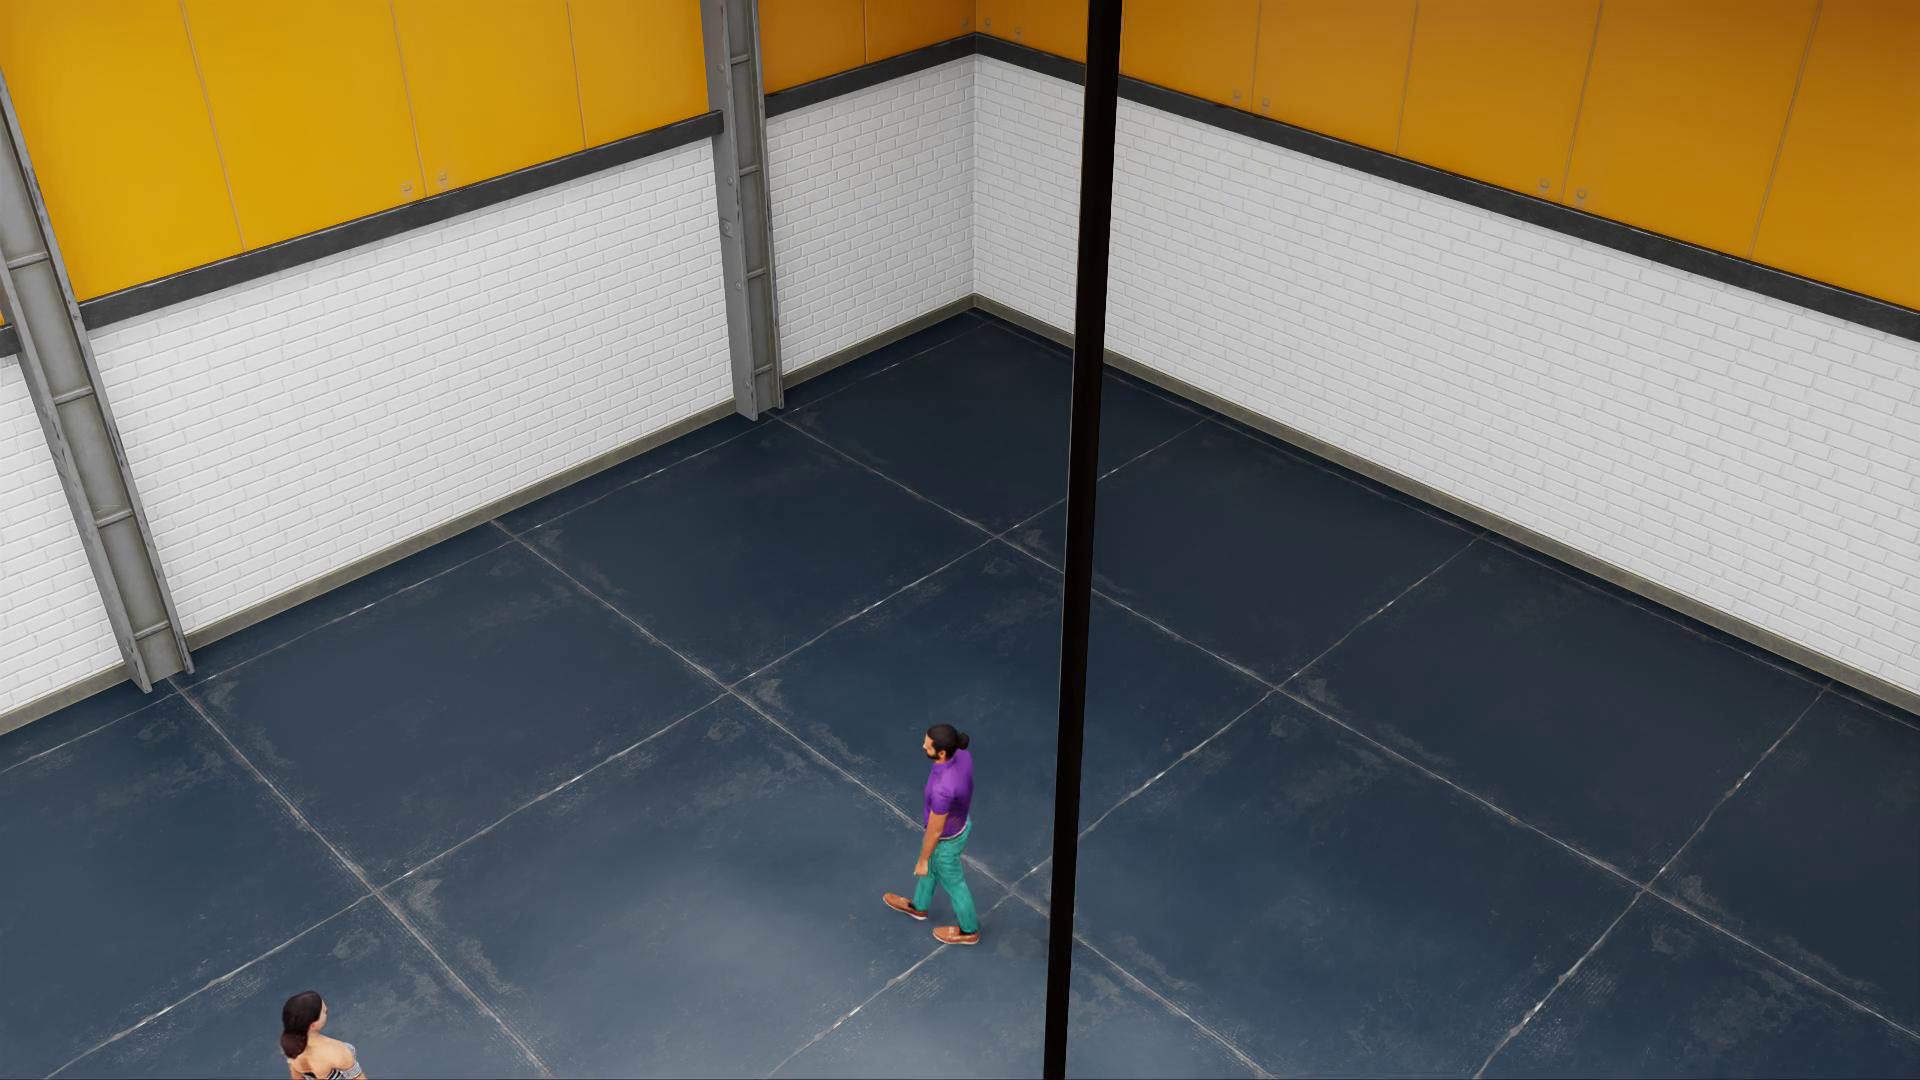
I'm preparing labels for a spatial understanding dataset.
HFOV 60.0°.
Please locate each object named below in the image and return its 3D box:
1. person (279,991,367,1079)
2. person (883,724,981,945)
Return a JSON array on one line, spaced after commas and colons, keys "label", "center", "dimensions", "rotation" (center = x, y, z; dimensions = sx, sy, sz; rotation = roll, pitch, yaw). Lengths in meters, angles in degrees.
[{"label": "person", "center": [-3.155, 2.966, 8.448], "dimensions": [0.678, 1.824, 0.684], "rotation": [10, 35, 15]}, {"label": "person", "center": [0.002, 1.827, 10.224], "dimensions": [0.995, 1.753, 0.975], "rotation": [6, 34, 9]}]
